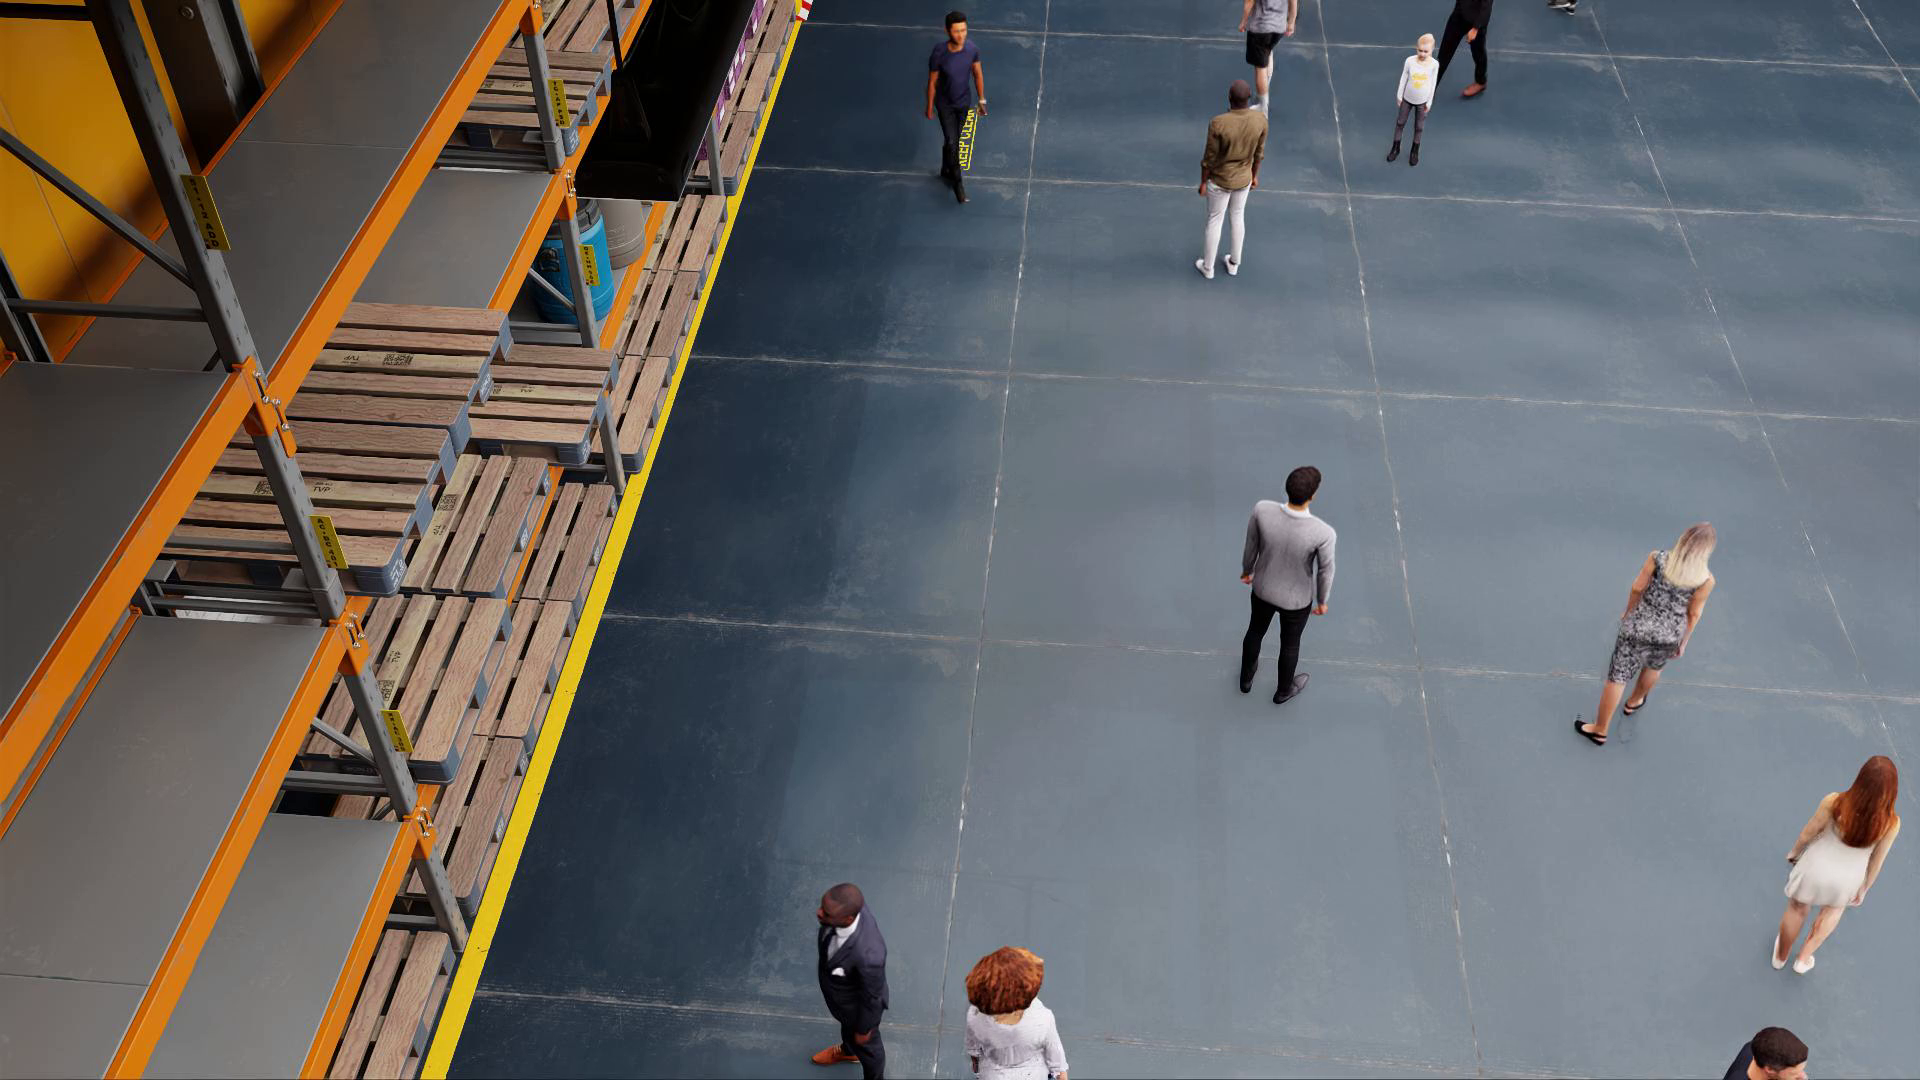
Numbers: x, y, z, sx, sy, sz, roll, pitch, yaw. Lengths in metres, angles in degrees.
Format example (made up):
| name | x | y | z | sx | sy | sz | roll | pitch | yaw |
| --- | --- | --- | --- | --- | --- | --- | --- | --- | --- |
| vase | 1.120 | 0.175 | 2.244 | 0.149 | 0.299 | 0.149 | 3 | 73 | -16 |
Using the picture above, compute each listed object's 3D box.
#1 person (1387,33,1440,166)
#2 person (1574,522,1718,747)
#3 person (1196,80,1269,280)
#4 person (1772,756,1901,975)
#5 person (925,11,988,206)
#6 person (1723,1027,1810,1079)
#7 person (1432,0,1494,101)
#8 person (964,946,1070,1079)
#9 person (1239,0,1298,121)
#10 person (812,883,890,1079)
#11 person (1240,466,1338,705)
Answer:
| name | x | y | z | sx | sy | sz | roll | pitch | yaw |
| --- | --- | --- | --- | --- | --- | --- | --- | --- | --- |
| person | 4.305 | -4.178 | 15.705 | 0.519 | 1.278 | 0.536 | 12 | 45 | 12 |
| person | 4.300 | 0.613 | 10.392 | 0.800 | 1.669 | 0.944 | 18 | 46 | 18 |
| person | 2.294 | -3.056 | 14.133 | 0.787 | 1.821 | 0.716 | -11 | 45 | -11 |
| person | 4.734 | 1.864 | 9.058 | 0.702 | 1.699 | 0.763 | 24 | 49 | 23 |
| person | -0.093 | -4.034 | 15.201 | 0.966 | 1.764 | 1.098 | -19 | 47 | -19 |
| person | 3.600 | 2.851 | 7.897 | 0.776 | 1.870 | 0.665 | 27 | 50 | 26 |
| person | 5.099 | -5.152 | 16.323 | 1.175 | 1.835 | 1.242 | -19 | 47 | -19 |
| person | 0.254 | 2.692 | 8.193 | 0.705 | 1.692 | 0.686 | 10 | 44 | 10 |
| person | 3.028 | -4.931 | 16.073 | 0.806 | 1.860 | 0.869 | -16 | 46 | -16 |
| person | -0.550 | 2.304 | 8.505 | 0.837 | 1.824 | 0.704 | -16 | 46 | -16 |
| person | 2.044 | 0.290 | 10.548 | 0.832 | 1.921 | 0.795 | 23 | 48 | 22 |
